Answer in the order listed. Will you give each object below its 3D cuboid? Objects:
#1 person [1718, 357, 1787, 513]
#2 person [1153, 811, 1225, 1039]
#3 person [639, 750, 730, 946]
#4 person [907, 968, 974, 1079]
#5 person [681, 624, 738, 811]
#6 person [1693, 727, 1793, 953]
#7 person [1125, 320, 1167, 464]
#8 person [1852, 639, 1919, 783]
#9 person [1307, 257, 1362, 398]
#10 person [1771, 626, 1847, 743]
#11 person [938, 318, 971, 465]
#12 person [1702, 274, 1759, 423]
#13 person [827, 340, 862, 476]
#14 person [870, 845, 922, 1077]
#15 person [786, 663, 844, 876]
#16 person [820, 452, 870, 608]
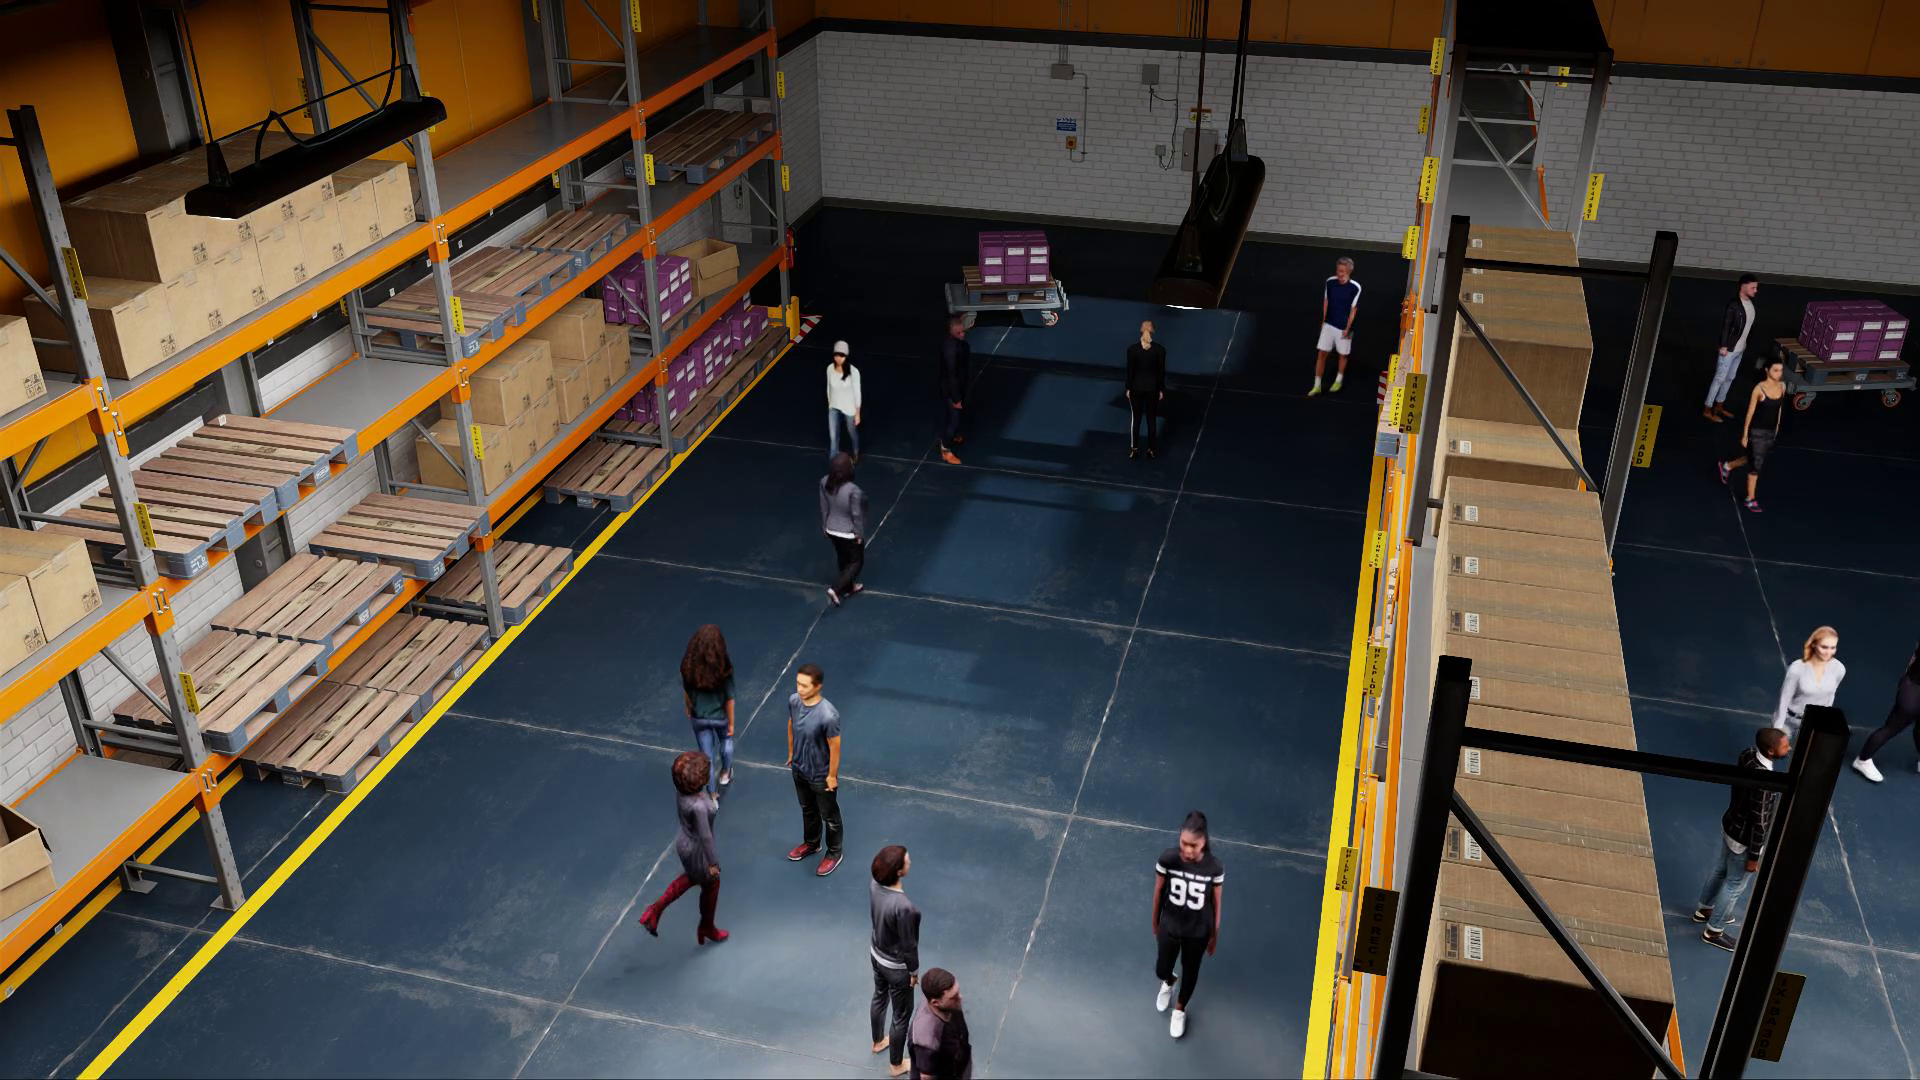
[{"bbox_3d":[8.587,-1.189,17.969,0.898,1.705,1.052,-9,30,-15],"label":"person"},{"bbox_3d":[1.531,2.528,11.137,0.609,1.721,0.664,7,29,12],"label":"person"},{"bbox_3d":[-1.926,2.231,11.710,0.955,1.695,0.891,-17,33,-29],"label":"person"},{"bbox_3d":[-0.137,3.214,9.752,0.754,1.844,0.519,6,29,11],"label":"person"},{"bbox_3d":[-1.991,1.453,13.242,0.735,1.594,0.867,-2,29,-4],"label":"person"},{"bbox_3d":[5.569,2.084,11.847,0.748,1.821,0.508,5,29,8],"label":"person"},{"bbox_3d":[2.096,-1.687,18.879,0.647,1.707,0.594,3,29,5],"label":"person"},{"bbox_3d":[7.758,1.260,13.609,0.729,1.580,0.908,11,31,20],"label":"person"},{"bbox_3d":[4.730,-2.670,20.576,0.790,1.809,0.997,16,32,27],"label":"person"},{"bbox_3d":[6.584,1.417,13.142,0.714,1.751,1.217,4,29,7],"label":"person"},{"bbox_3d":[-0.093,-1.721,18.866,0.973,1.780,0.560,0,29,0],"label":"person"},{"bbox_3d":[9.237,-2.321,19.915,0.694,1.829,0.785,-20,35,-32],"label":"person"},{"bbox_3d":[-1.259,-1.471,18.598,0.603,1.597,1.106,8,30,15],"label":"person"},{"bbox_3d":[-0.440,2.700,10.772,0.705,1.768,0.675,-21,35,-33],"label":"person"},{"bbox_3d":[-1.089,1.701,12.562,0.731,1.809,0.700,22,36,35],"label":"person"},{"bbox_3d":[-1.159,-0.081,16.067,0.860,1.582,0.972,22,35,34],"label":"person"}]
